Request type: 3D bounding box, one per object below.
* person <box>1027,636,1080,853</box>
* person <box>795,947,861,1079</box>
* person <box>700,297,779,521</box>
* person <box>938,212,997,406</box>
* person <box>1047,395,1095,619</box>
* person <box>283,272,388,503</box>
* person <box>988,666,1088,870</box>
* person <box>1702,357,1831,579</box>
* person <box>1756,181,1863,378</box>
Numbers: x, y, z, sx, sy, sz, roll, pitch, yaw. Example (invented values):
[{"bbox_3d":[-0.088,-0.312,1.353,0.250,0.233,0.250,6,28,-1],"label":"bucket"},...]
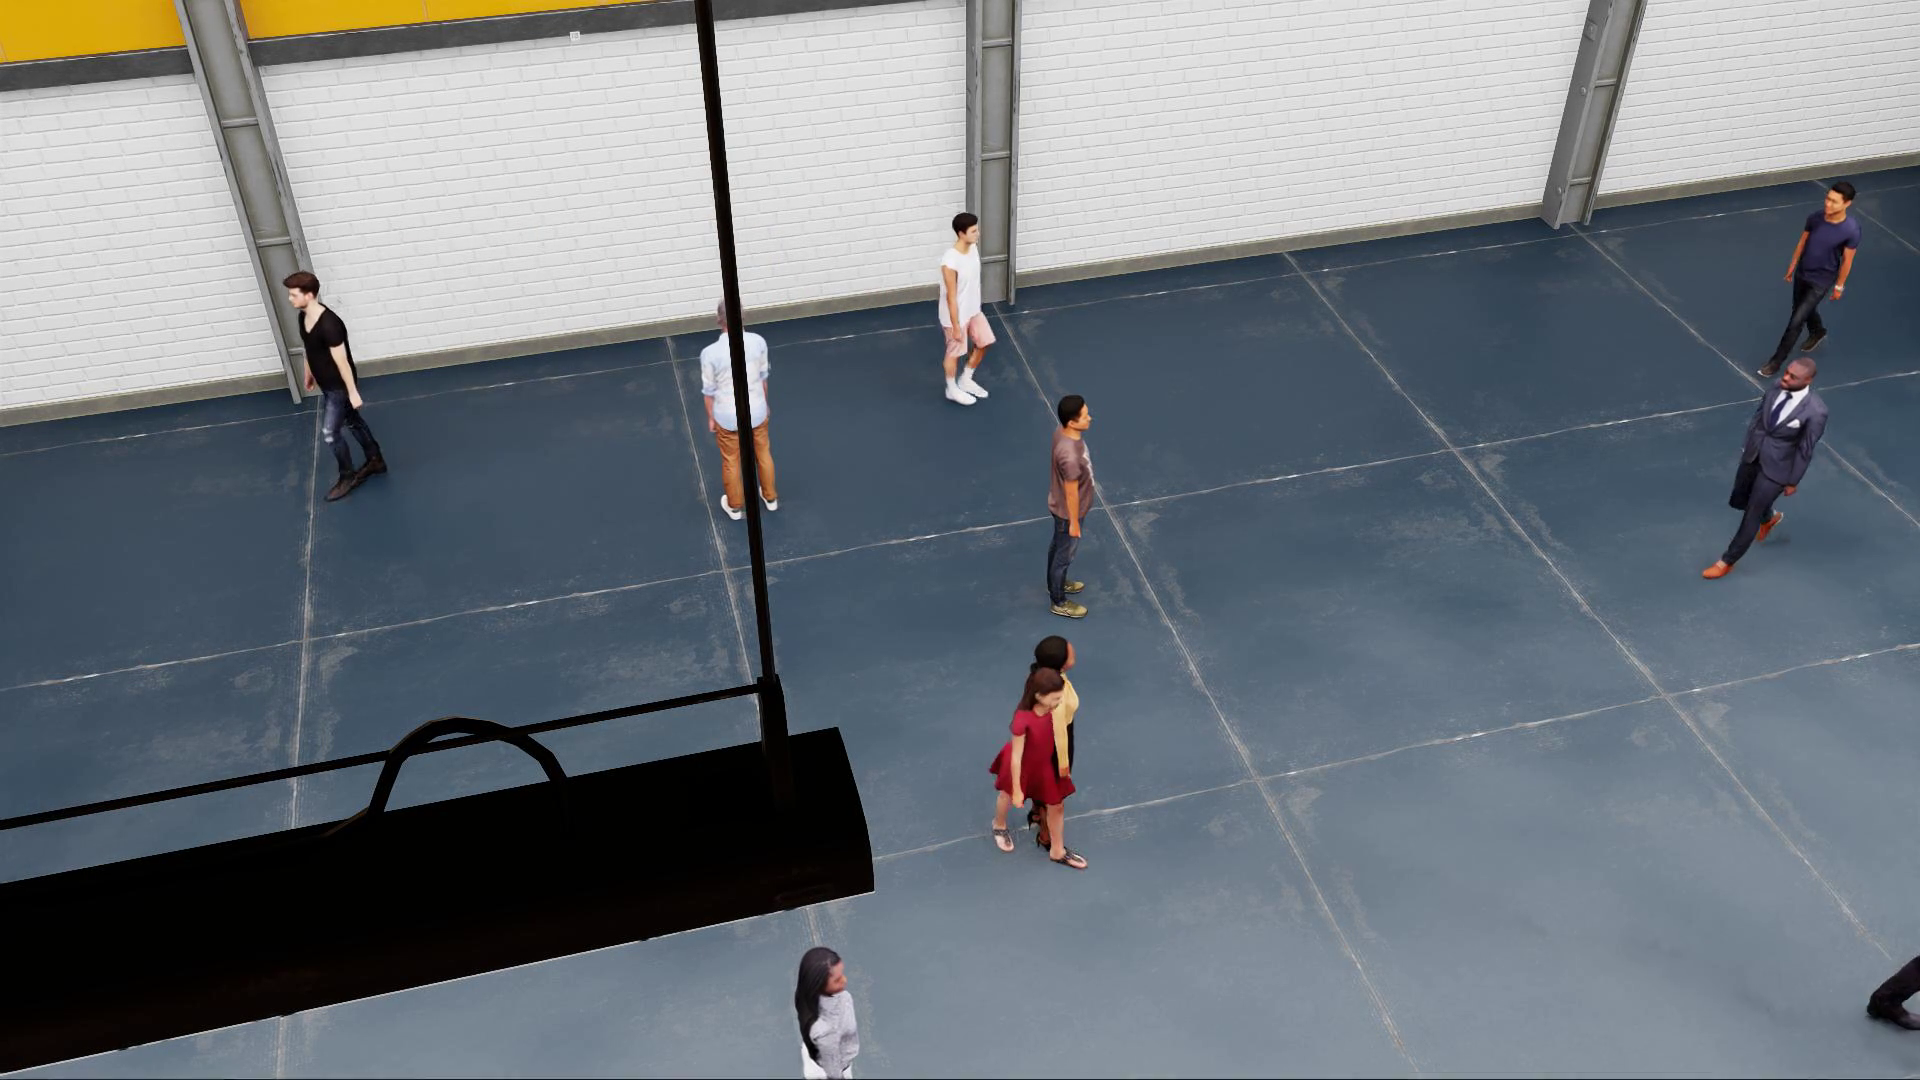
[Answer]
[{"bbox_3d":[0.546,1.205,9.856,0.533,1.653,0.581,-8,39,-10],"label":"person"},{"bbox_3d":[-0.634,2.571,8.090,0.507,1.723,0.607,-7,39,-9],"label":"person"},{"bbox_3d":[-1.639,-0.973,12.450,0.566,1.819,0.770,-15,41,-18],"label":"person"},{"bbox_3d":[-0.065,-1.906,13.653,0.865,1.775,0.809,18,42,22],"label":"person"},{"bbox_3d":[0.743,-0.254,11.581,0.633,1.779,0.680,0,39,0],"label":"person"},{"bbox_3d":[-4.690,-1.233,12.728,0.953,1.878,0.877,-28,47,-31],"label":"person"},{"bbox_3d":[0.374,1.279,9.870,0.929,1.519,0.872,-24,44,-27],"label":"person"},{"bbox_3d":[5.850,-0.545,11.925,1.026,1.805,0.777,-15,41,-18],"label":"person"},{"bbox_3d":[7.302,-2.236,14.085,1.196,1.751,0.825,-18,42,-21],"label":"person"}]
